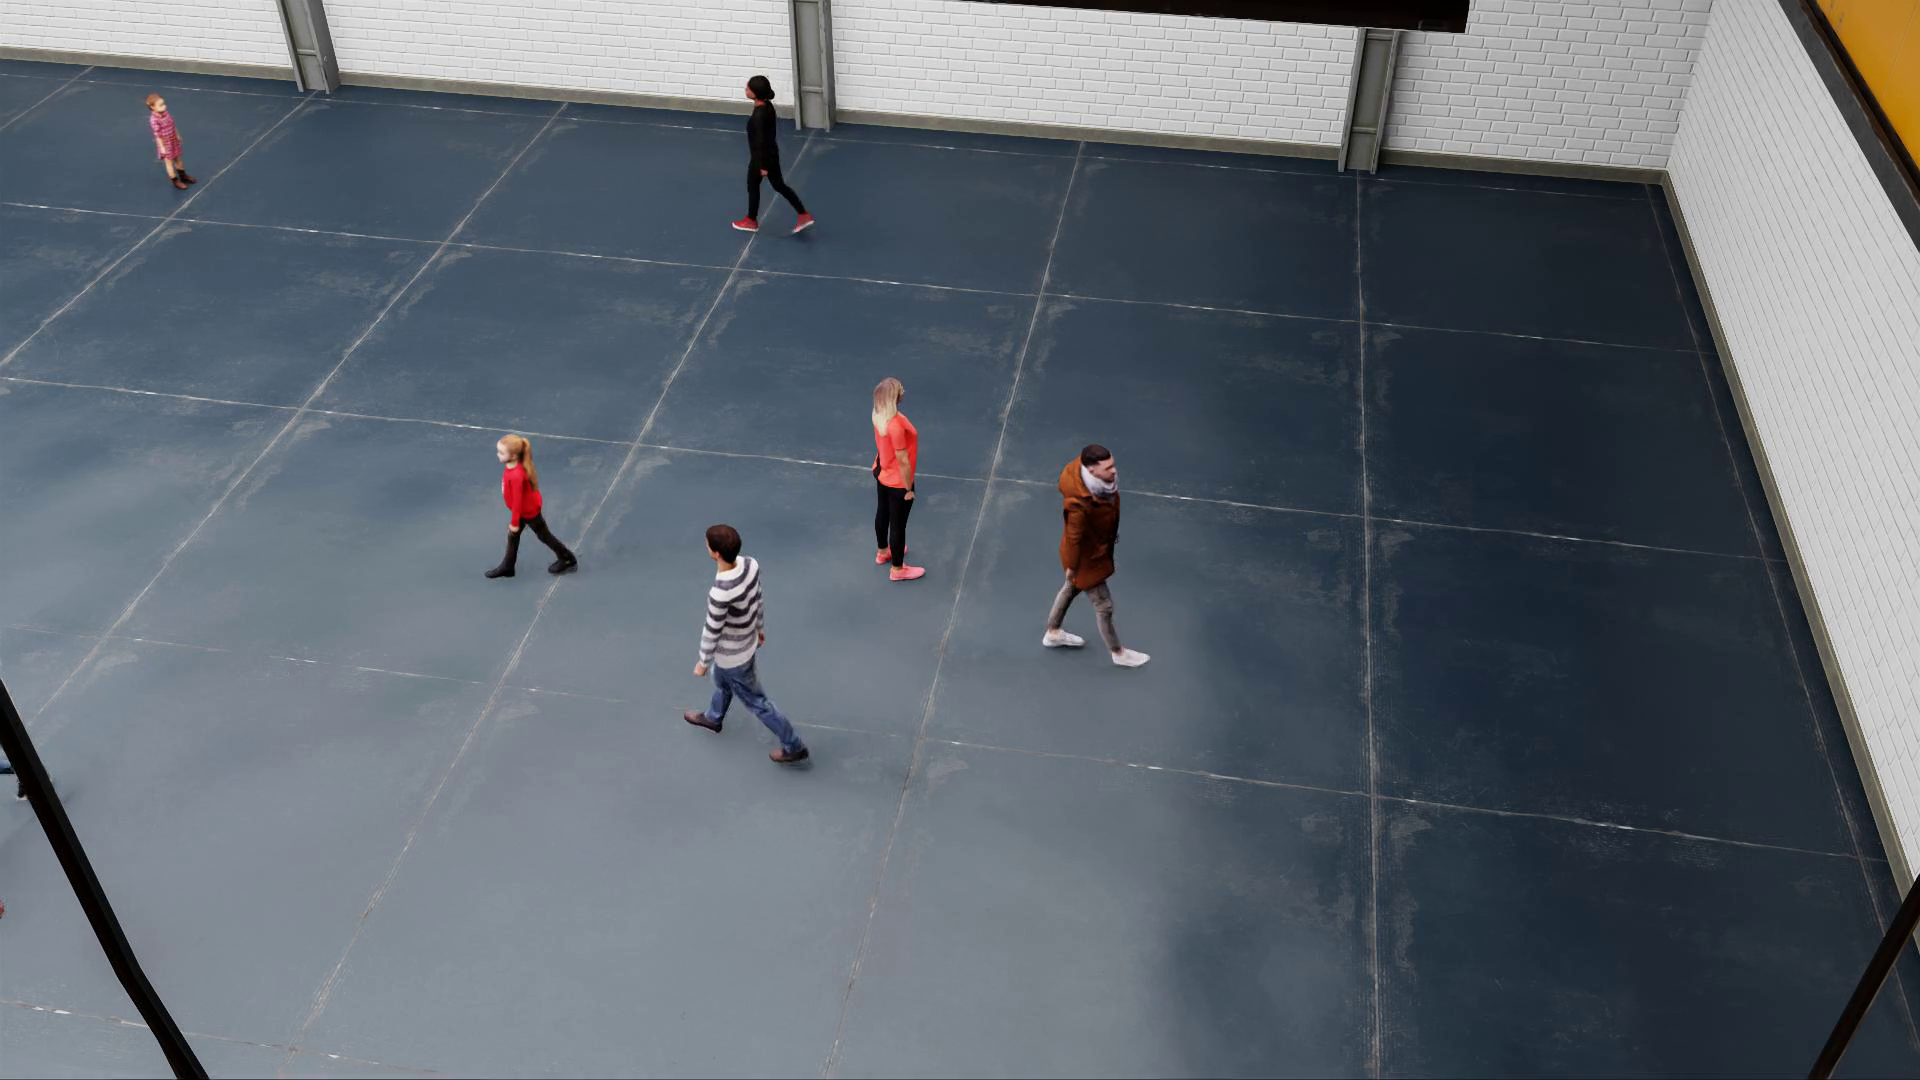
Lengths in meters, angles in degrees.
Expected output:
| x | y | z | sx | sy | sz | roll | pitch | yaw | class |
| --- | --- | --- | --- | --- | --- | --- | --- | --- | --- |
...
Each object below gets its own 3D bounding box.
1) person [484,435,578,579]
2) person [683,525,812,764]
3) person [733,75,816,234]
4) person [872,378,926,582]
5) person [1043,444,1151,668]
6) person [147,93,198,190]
| x | y | z | sx | sy | sz | roll | pitch | yaw | class |
| --- | --- | --- | --- | --- | --- | --- | --- | --- | --- |
| -3.121 | -0.233 | 12.184 | 0.967 | 1.253 | 0.805 | -15 | 41 | -18 | person |
| -1.332 | 0.718 | 10.547 | 1.207 | 1.809 | 0.741 | 11 | 40 | 13 | person |
| -1.816 | -3.726 | 16.244 | 1.094 | 1.643 | 0.654 | 9 | 40 | 11 | person |
| -0.495 | -0.459 | 12.112 | 0.706 | 1.694 | 0.675 | -17 | 42 | -20 | person |
| 0.774 | 0.092 | 11.337 | 0.975 | 1.801 | 0.702 | 6 | 39 | 7 | person |
| -8.241 | -4.165 | 17.293 | 0.465 | 1.020 | 0.453 | 11 | 40 | 13 | person |
